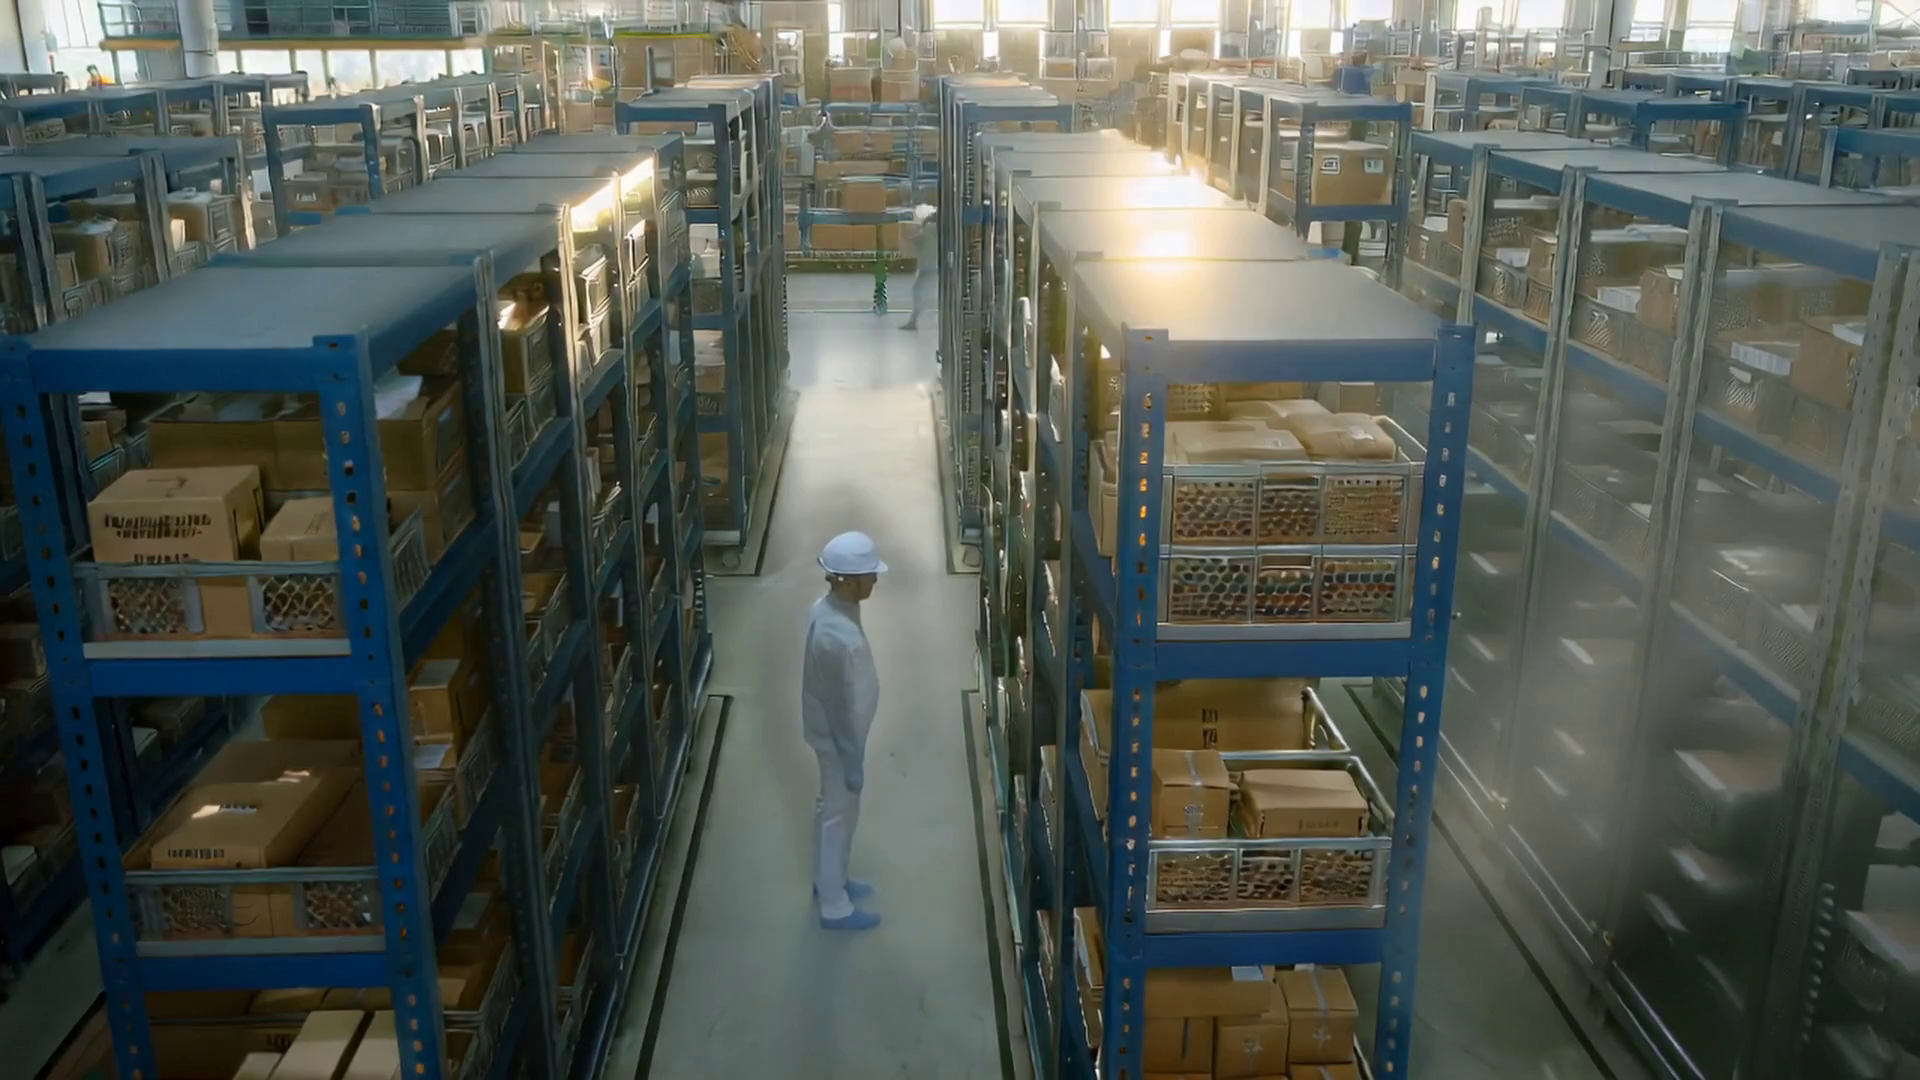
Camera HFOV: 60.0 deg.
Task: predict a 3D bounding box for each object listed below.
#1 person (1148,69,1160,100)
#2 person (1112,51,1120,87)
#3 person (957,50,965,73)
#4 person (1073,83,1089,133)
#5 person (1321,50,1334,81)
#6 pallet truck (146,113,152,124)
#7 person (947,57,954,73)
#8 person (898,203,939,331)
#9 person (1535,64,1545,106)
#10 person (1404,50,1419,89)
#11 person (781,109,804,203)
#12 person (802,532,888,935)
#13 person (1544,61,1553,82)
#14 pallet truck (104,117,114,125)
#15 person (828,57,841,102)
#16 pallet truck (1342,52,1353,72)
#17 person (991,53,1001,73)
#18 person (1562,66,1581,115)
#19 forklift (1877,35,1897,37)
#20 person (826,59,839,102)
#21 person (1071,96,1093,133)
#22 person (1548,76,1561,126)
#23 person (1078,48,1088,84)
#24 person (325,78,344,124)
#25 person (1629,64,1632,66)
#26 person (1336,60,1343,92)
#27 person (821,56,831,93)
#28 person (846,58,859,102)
[{"bbox_3d":[7.866,-18.206,67.421,0.487,1.744,0.312,5,19,14],"label":"person"},{"bbox_3d":[8.307,-25.009,88.297,0.472,1.852,0.576,-7,19,-20],"label":"person"},{"bbox_3d":[-0.005,-25.969,91.348,0.909,1.814,0.634,8,19,22],"label":"person"},{"bbox_3d":[3.809,-13.477,52.585,0.546,1.881,1.004,13,22,36],"label":"person"},{"bbox_3d":[19.649,-25.210,88.894,1.000,1.873,0.610,9,20,25],"label":"person"},{"bbox_3d":[-18.087,-8.309,36.390,1.885,1.965,0.823,-1,18,-4],"label":"pallet truck"},{"bbox_3d":[-0.418,-21.184,76.382,0.390,1.911,0.595,3,18,9],"label":"person"},{"bbox_3d":[-0.407,-3.656,22.402,0.796,1.740,0.524,0,18,-1],"label":"person"},{"bbox_3d":[24.111,-18.864,69.279,0.528,1.860,0.333,-8,20,-24],"label":"person"},{"bbox_3d":[23.224,-24.240,85.618,0.709,2.000,0.538,6,19,18],"label":"person"},{"bbox_3d":[-3.732,-8.533,37.003,0.361,2.047,0.614,16,24,41],"label":"person"},{"bbox_3d":[-0.533,0.913,7.882,0.411,1.987,0.607,-4,18,-14],"label":"person"},{"bbox_3d":[25.401,-19.746,71.964,0.340,1.882,0.586,17,24,42],"label":"person"},{"bbox_3d":[-18.367,-7.885,35.078,1.885,1.965,0.823,1,18,2],"label":"pallet truck"},{"bbox_3d":[-5.660,-20.816,75.150,0.617,1.965,0.743,2,18,7],"label":"person"},{"bbox_3d":[18.794,-23.123,82.231,0.823,1.965,1.885,-13,22,-35],"label":"pallet truck"},{"bbox_3d":[1.785,-23.820,84.634,0.429,1.846,0.633,-12,21,-33],"label":"person"},{"bbox_3d":[24.397,-17.850,66.064,1.022,1.917,0.608,-5,19,-16],"label":"person"},{"bbox_3d":[44.184,-22.804,79.832,1.129,2.768,1.873,-1,18,-2],"label":"forklift"},{"bbox_3d":[-5.691,-20.497,74.231,0.542,1.919,0.554,-6,19,-17],"label":"person"},{"bbox_3d":[3.367,-11.539,46.700,0.623,1.792,0.856,-12,21,-33],"label":"person"},{"bbox_3d":[21.583,-15.941,60.380,0.322,1.765,0.533,-7,19,-20],"label":"person"},{"bbox_3d":[6.717,-25.870,90.805,0.605,1.951,0.383,-14,23,-37],"label":"person"},{"bbox_3d":[-23.041,-16.167,61.039,0.980,1.798,0.534,3,18,9],"label":"person"},{"bbox_3d":[32.157,-22.518,80.454,0.631,1.940,0.372,-2,18,-5],"label":"person"},{"bbox_3d":[16.444,-19.858,72.218,0.349,1.942,0.545,2,18,6],"label":"person"},{"bbox_3d":[-6.495,-22.831,81.604,0.629,1.839,0.998,-2,18,-5],"label":"person"},{"bbox_3d":[-4.825,-20.698,74.858,0.593,1.919,0.387,5,19,15],"label":"person"}]
